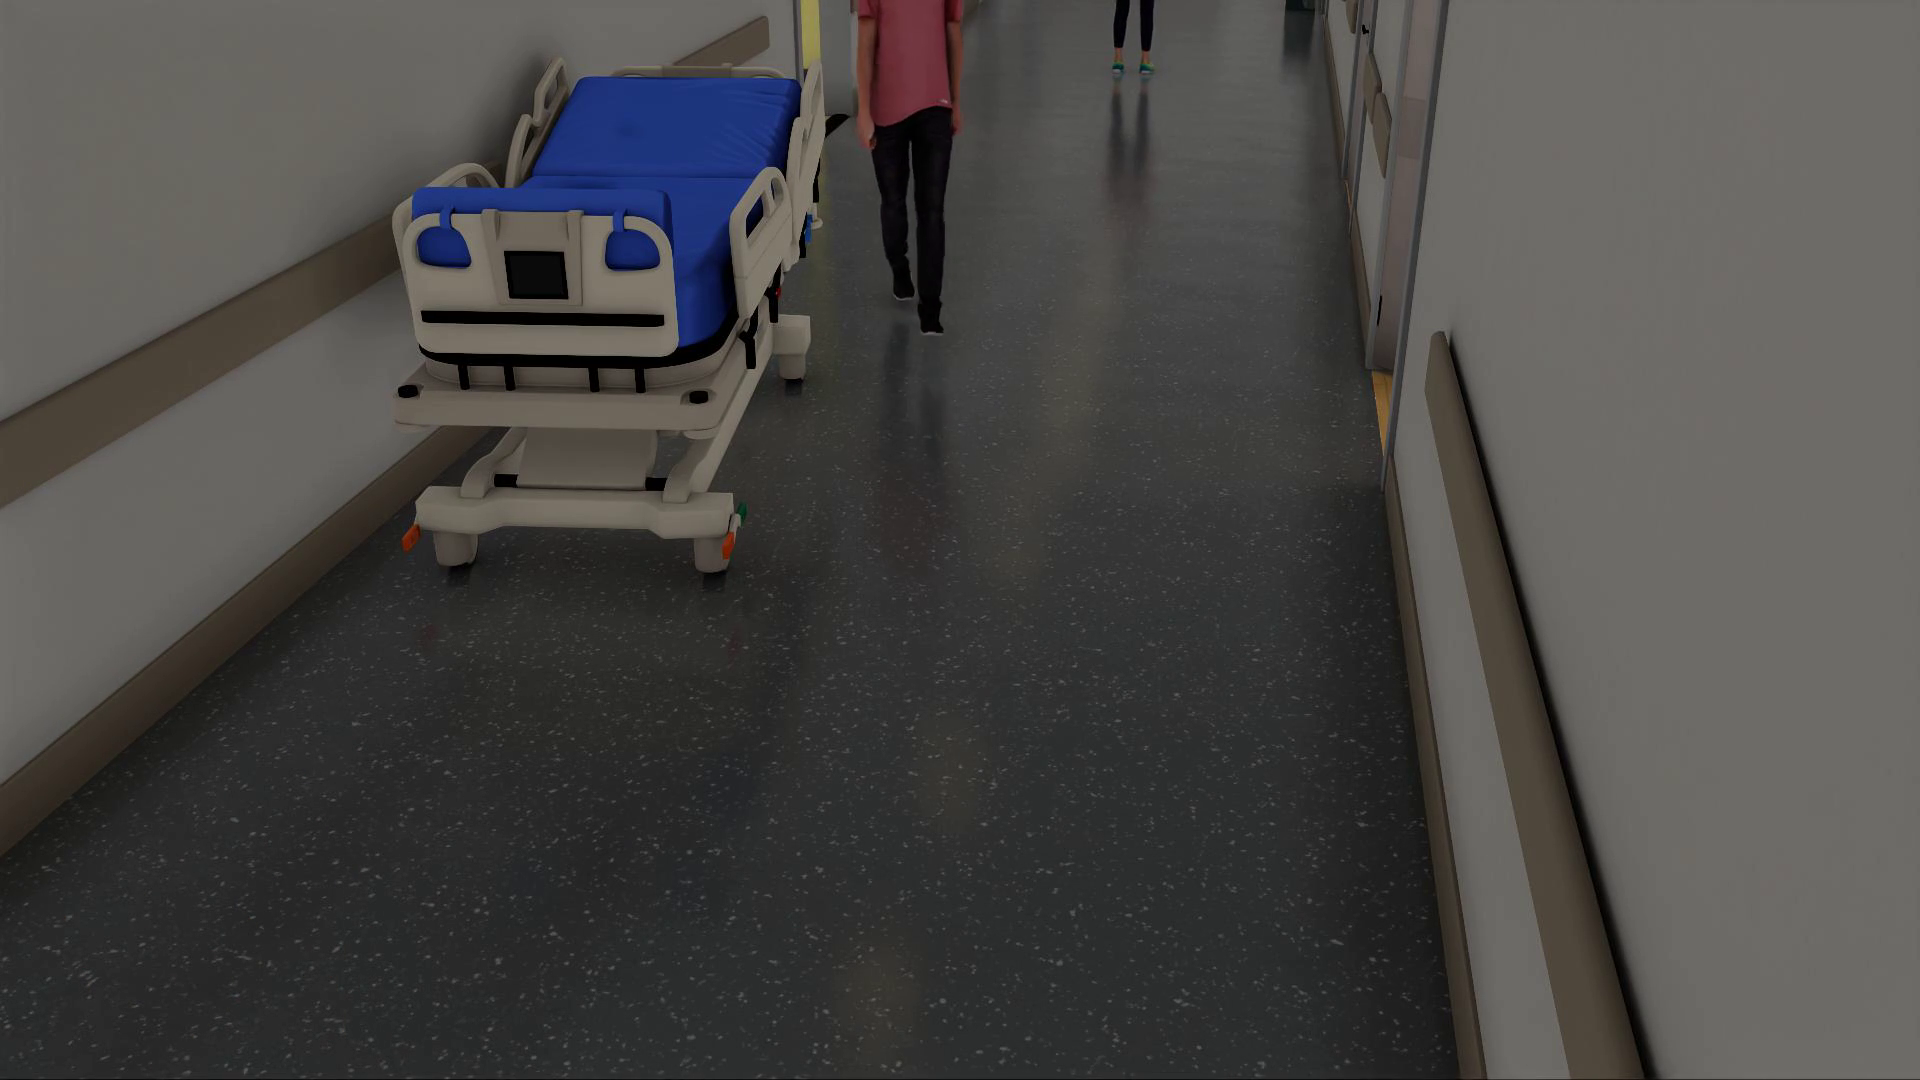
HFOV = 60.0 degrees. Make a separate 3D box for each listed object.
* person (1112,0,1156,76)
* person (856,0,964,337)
[{"bbox_3d":[1.420,-4.633,13.349,0.466,1.702,0.648,5,26,10],"label":"person"},{"bbox_3d":[-0.242,-1.925,7.499,1.260,1.906,0.960,-3,26,-6],"label":"person"}]
